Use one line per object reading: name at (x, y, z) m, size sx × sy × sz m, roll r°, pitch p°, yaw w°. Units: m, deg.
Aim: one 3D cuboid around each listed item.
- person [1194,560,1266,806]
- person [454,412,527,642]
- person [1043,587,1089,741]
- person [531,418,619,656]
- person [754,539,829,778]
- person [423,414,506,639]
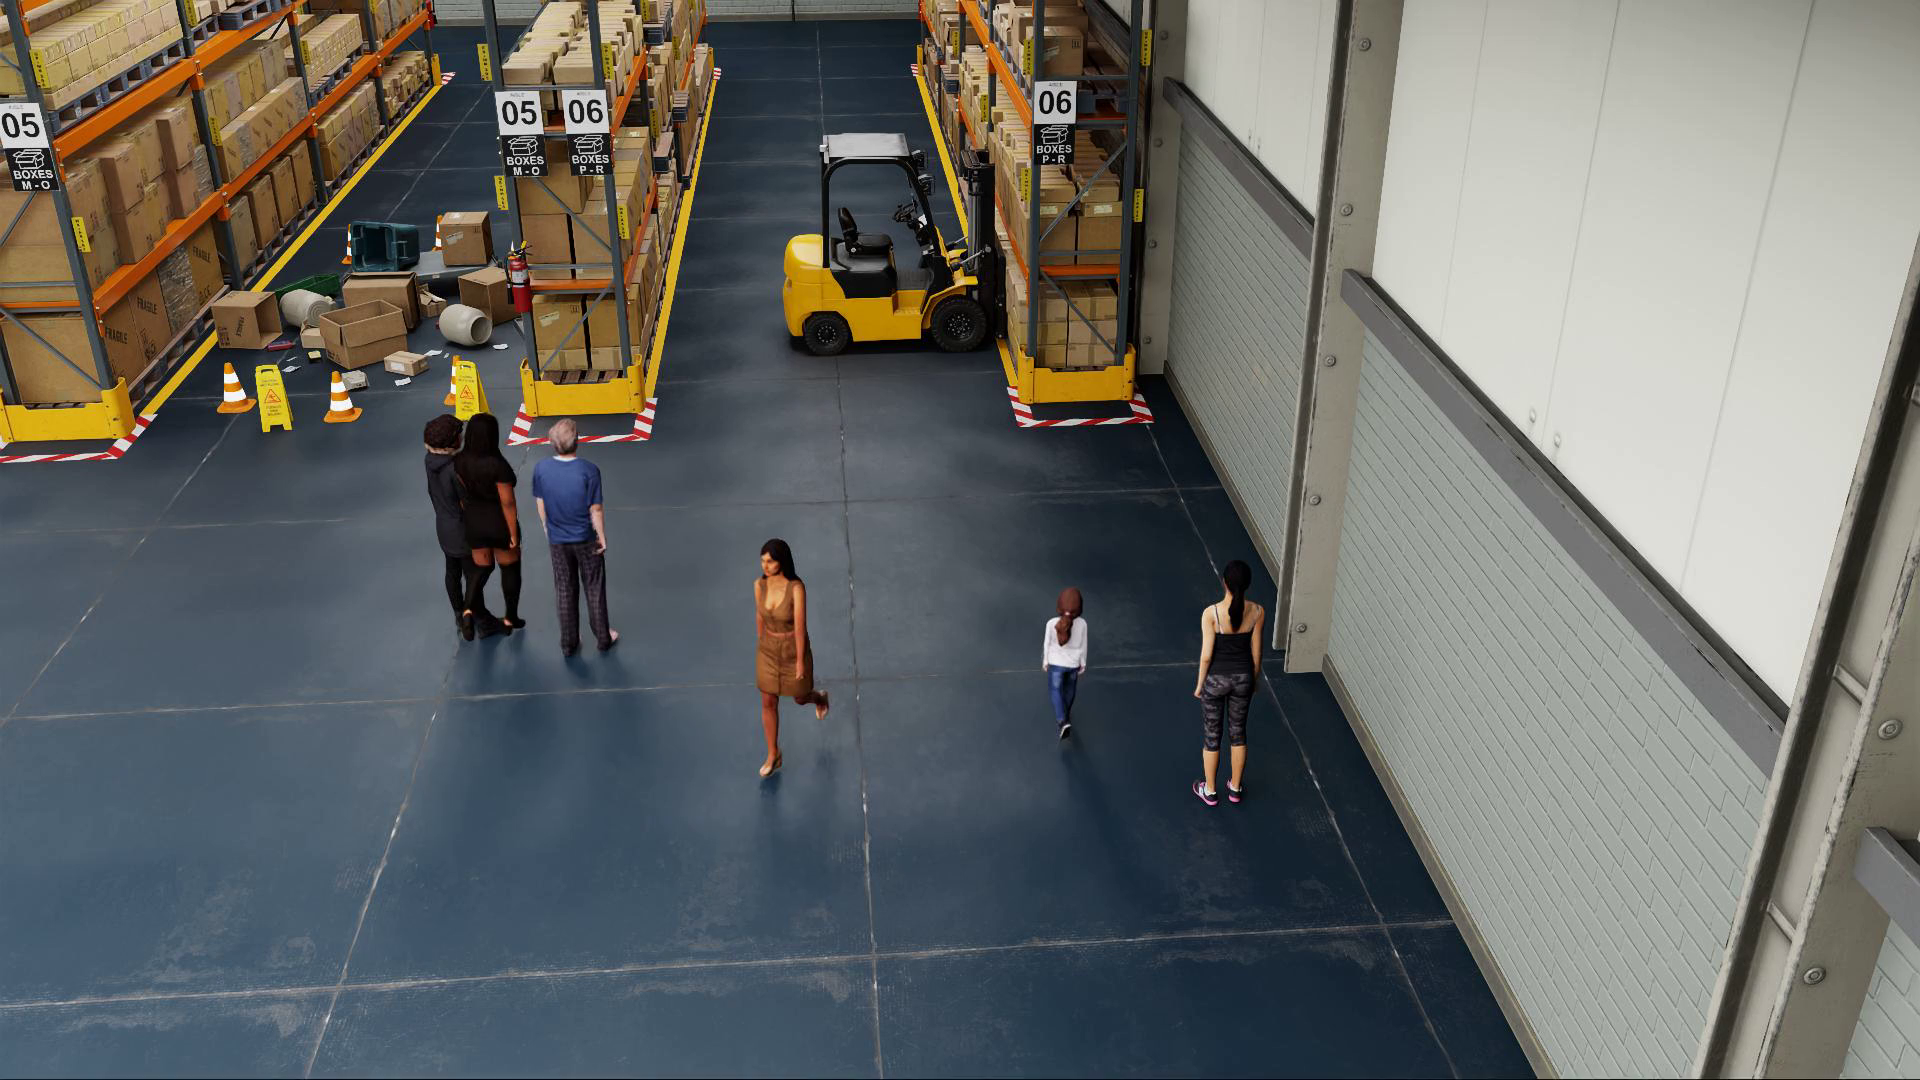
person at (1.697, 0.906, 10.540) m, size 0.576 × 1.729 × 0.538 m, roll -4°, pitch 27°, yaw -7°
person at (-3.500, -0.033, 12.249) m, size 0.862 × 1.834 × 1.026 m, roll 10°, pitch 29°, yaw 18°
person at (0.721, 0.843, 11.349) m, size 0.452 × 1.101 × 0.710 m, roll -3°, pitch 27°, yaw -5°
person at (-2.849, 0.001, 12.150) m, size 0.701 × 1.864 × 0.649 m, roll 1°, pitch 27°, yaw 2°
person at (-1.103, 0.734, 10.942) m, size 0.861 × 1.667 × 1.054 m, roll 12°, pitch 30°, yaw 22°
person at (-3.749, -0.099, 12.435) m, size 0.732 × 1.781 × 0.785 m, roll 19°, pitch 33°, yaw 32°
